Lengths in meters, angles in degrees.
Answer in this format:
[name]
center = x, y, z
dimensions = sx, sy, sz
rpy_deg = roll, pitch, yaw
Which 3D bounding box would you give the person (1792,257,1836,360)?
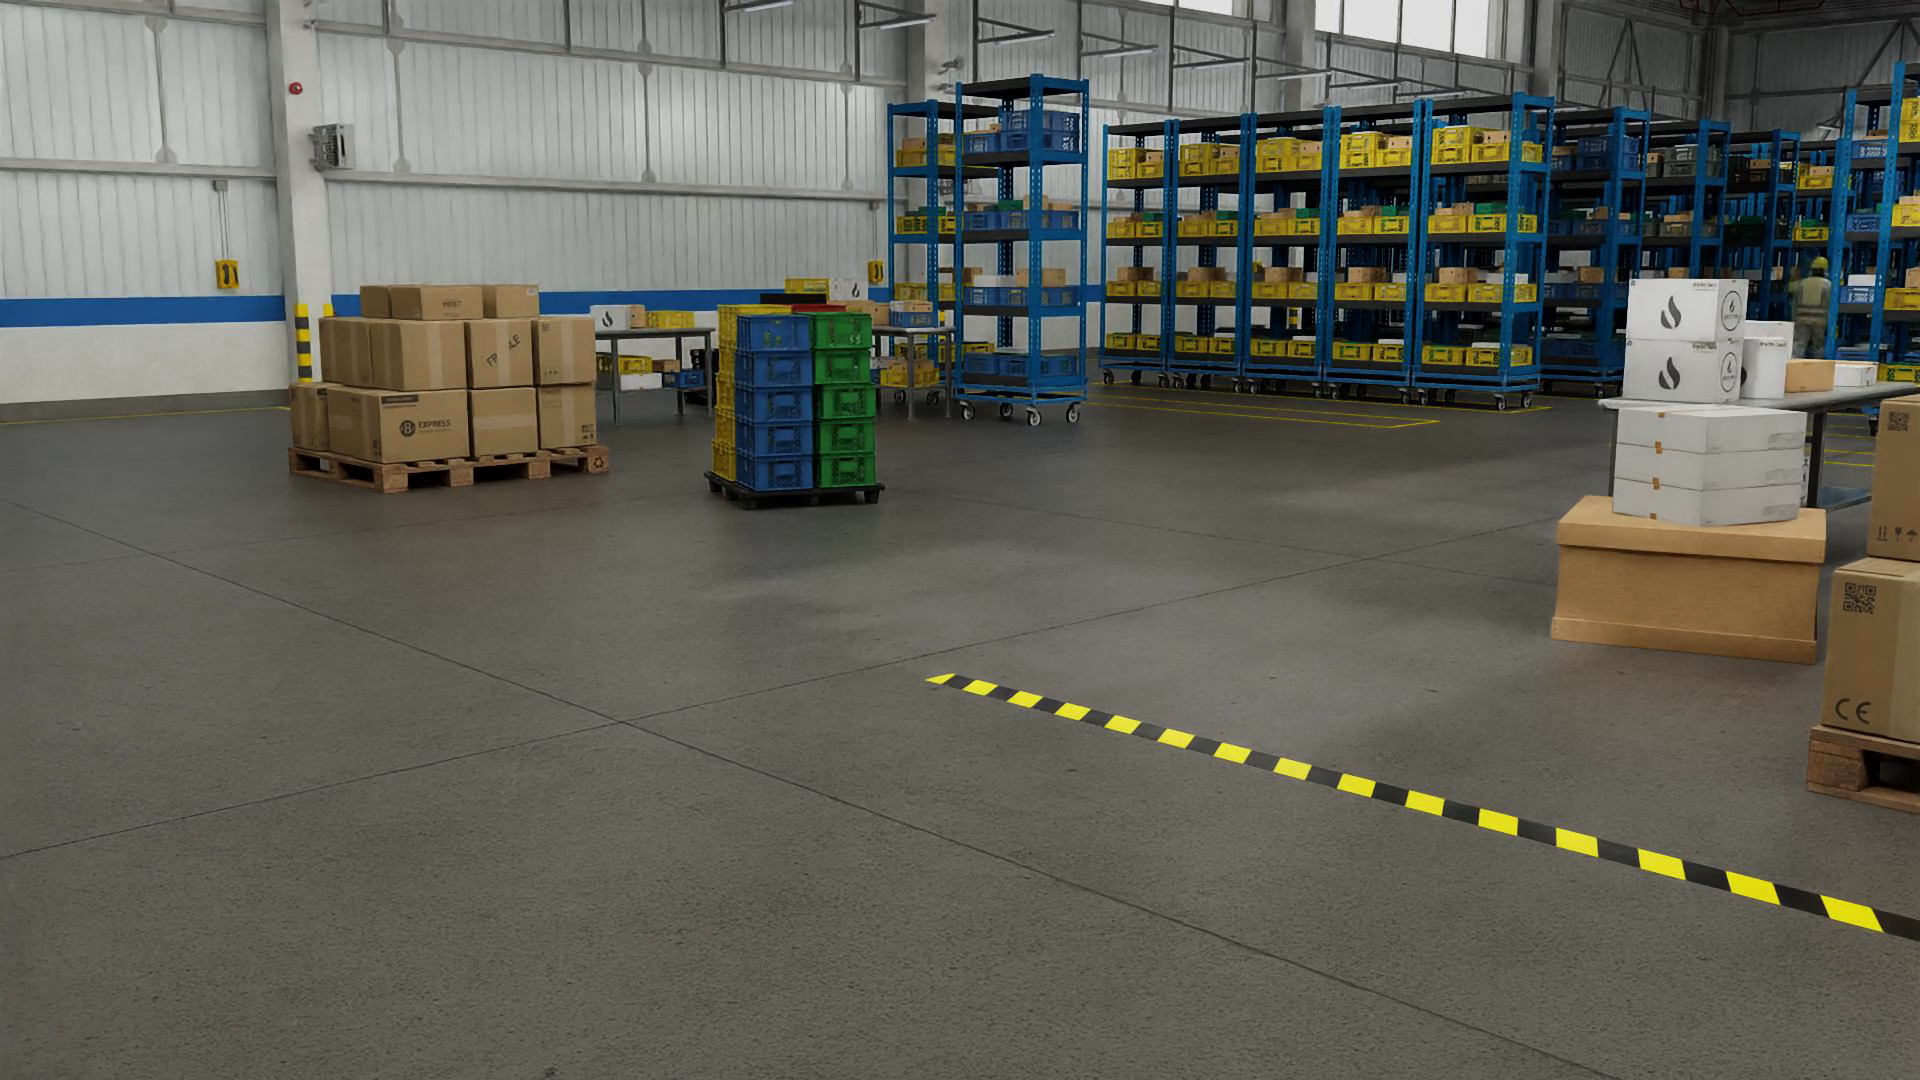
[person]
center = 12.162, -3.132, 23.743
dimensions = 0.595, 1.794, 0.920
rpy_deg = 8, 13, 41
